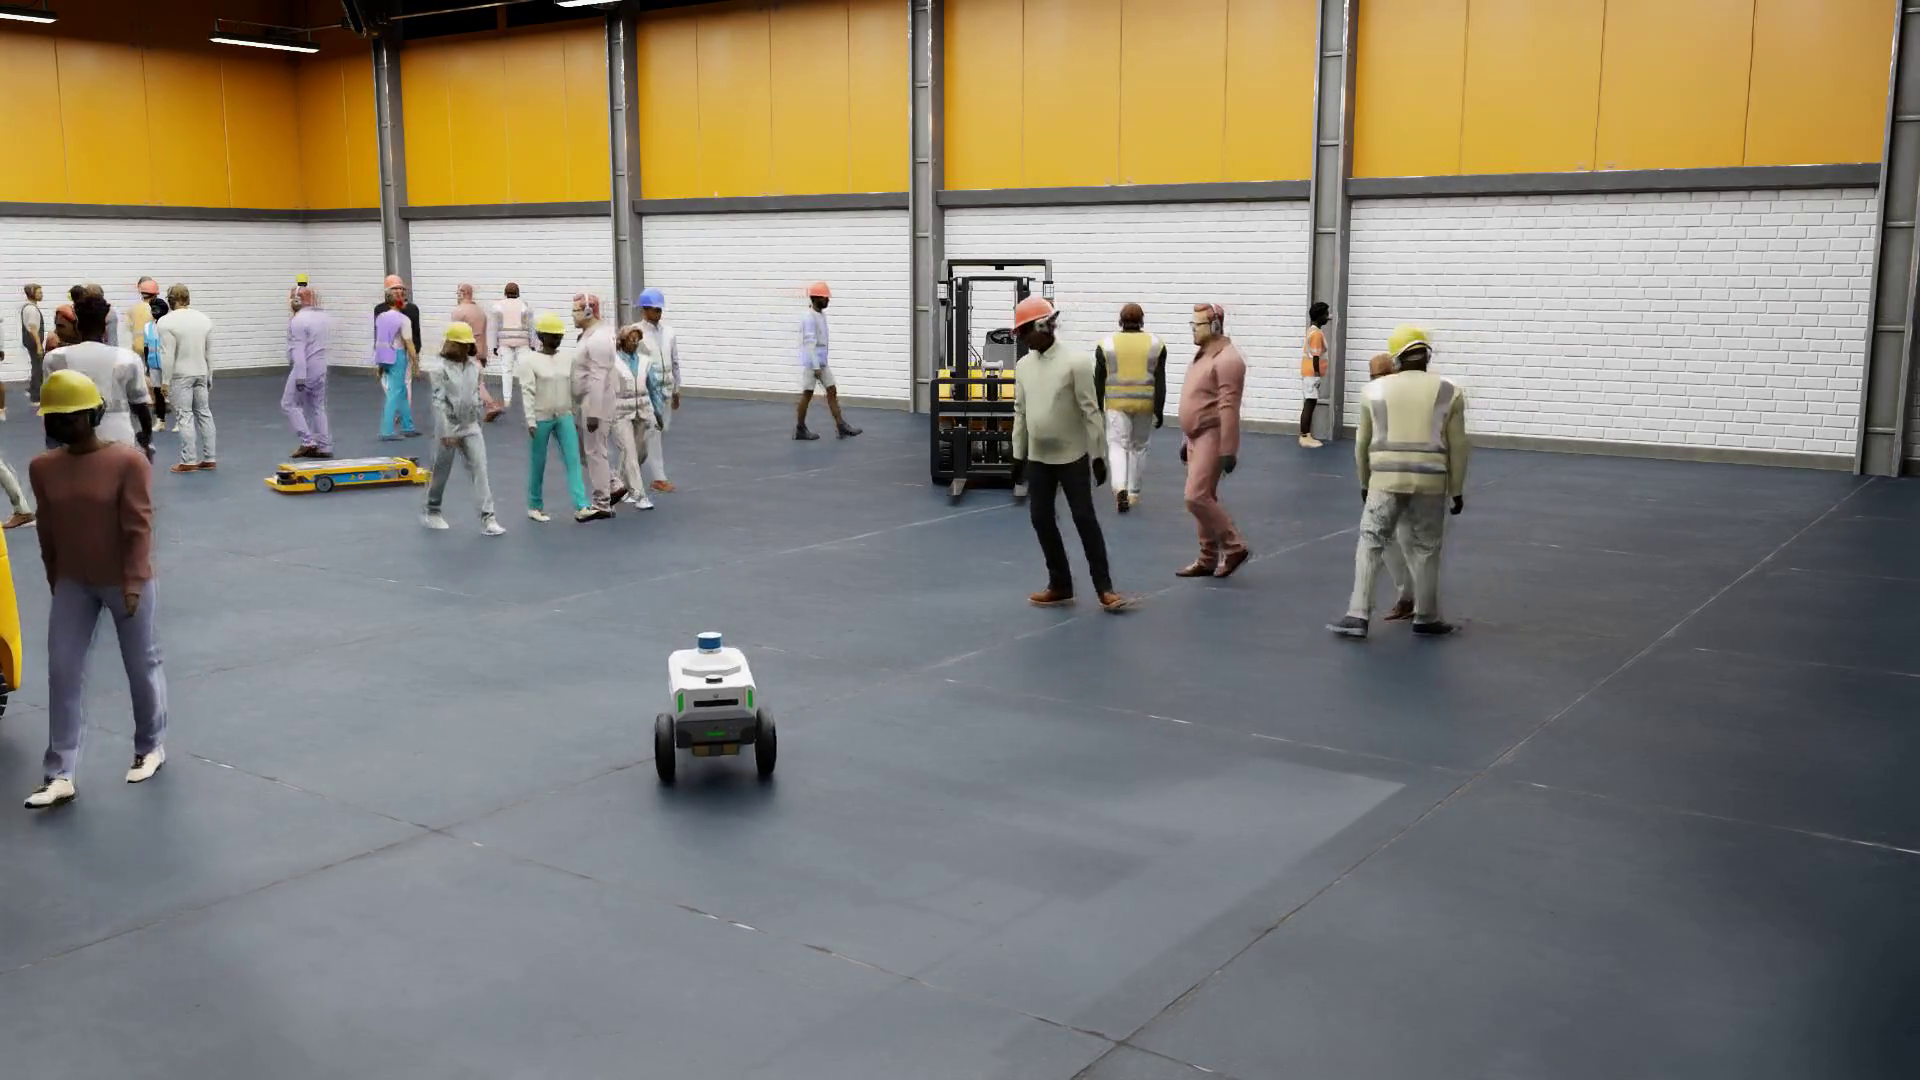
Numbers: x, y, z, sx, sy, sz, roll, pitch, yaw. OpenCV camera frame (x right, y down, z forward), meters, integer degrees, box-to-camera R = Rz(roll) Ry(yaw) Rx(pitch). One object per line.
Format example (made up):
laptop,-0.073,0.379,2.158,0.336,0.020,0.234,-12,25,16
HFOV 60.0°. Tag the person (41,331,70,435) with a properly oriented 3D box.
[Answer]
person,-6.943,-0.816,12.951,0.354,1.630,0.528,-7,12,-36

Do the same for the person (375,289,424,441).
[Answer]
person,-6.736,-2.113,20.119,0.594,1.810,0.826,7,12,37

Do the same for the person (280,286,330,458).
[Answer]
person,-7.178,-1.822,18.165,0.517,1.886,0.669,1,10,4

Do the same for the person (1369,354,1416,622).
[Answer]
person,2.644,-0.303,9.948,0.436,1.606,0.505,2,10,12

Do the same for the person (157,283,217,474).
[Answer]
person,-7.865,-1.639,16.933,0.355,1.936,0.635,4,10,23

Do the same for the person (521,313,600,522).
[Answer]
person,-3.291,-0.973,13.591,0.540,1.726,0.871,-7,12,-38

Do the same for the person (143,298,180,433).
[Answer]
person,-9.995,-2.182,20.879,0.542,1.695,0.316,1,10,6

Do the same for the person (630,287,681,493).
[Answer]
person,-2.953,-1.421,15.712,0.843,1.924,0.615,8,13,40

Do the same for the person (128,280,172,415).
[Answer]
person,-11.323,-2.655,23.119,0.574,1.902,0.832,2,10,11

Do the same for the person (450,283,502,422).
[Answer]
person,-6.575,-2.514,22.365,0.948,1.865,0.673,3,10,16

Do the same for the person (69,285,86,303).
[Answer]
person,-11.729,-2.485,22.278,0.543,1.832,0.865,-2,10,-13

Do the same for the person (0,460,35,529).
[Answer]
person,-7.908,-0.941,13.177,0.502,1.805,0.983,6,11,34

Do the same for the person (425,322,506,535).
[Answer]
person,-3.993,-0.886,13.197,0.909,1.697,0.516,8,13,41

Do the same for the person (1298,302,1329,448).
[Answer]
person,4.112,-1.912,19.298,0.320,1.689,0.525,1,10,7

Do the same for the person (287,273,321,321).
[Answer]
person,-12.063,-3.936,30.641,0.585,1.928,0.368,-7,12,-36

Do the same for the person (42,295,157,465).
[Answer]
person,-5.792,-0.681,11.237,0.640,1.921,0.932,-3,10,-20

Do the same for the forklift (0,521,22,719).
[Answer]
forklift,-5.296,-0.090,6.943,1.214,2.155,2.313,7,12,35

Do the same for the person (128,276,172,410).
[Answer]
person,-11.783,-2.865,24.230,0.355,1.938,0.637,6,11,32

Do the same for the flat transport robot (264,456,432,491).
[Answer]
flat transport robot,-5.852,-0.643,15.952,1.431,0.197,0.652,-6,12,-34

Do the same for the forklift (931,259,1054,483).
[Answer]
forklift,0.370,-1.738,16.759,1.214,2.155,2.313,1,10,3

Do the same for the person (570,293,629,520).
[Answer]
person,-3.077,-1.108,13.870,0.422,1.894,0.654,-3,10,-17

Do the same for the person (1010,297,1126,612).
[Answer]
person,0.658,-0.519,10.264,0.820,1.938,0.430,8,12,39

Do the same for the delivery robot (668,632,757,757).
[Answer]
delivery robot,-1.075,0.643,7.173,0.477,0.478,0.707,-2,10,-12

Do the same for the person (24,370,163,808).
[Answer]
person,-3.476,0.197,6.633,0.527,1.727,0.843,0,10,-1

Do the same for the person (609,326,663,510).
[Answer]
person,-2.859,-1.077,14.591,0.775,1.592,0.525,9,13,43

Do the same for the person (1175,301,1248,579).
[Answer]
person,1.661,-0.660,11.259,0.421,1.894,0.644,-2,10,-9

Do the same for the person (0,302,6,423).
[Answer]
person,-13.014,-2.552,22.086,0.391,2.033,0.605,7,12,34

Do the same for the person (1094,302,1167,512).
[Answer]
person,1.468,-1.152,14.410,0.632,1.818,0.837,0,10,2

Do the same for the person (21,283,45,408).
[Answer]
person,-13.603,-2.865,24.530,0.409,1.832,0.543,-6,12,-34

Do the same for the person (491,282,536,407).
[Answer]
person,-6.618,-2.894,24.689,0.633,1.842,0.429,-2,10,-12

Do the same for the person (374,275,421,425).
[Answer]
person,-7.316,-2.460,21.685,0.641,1.983,0.580,-7,12,-37

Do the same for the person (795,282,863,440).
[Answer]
person,-1.596,-2.128,19.931,0.912,1.902,0.578,3,10,16

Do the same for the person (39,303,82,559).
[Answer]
person,-6.355,-0.766,11.976,0.841,1.850,0.595,-8,12,-39

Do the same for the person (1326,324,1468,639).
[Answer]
person,2.500,-0.318,9.481,0.783,1.803,0.495,3,10,16

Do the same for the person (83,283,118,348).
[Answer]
person,-11.079,-2.321,21.177,0.696,1.883,1.050,-3,10,-16
